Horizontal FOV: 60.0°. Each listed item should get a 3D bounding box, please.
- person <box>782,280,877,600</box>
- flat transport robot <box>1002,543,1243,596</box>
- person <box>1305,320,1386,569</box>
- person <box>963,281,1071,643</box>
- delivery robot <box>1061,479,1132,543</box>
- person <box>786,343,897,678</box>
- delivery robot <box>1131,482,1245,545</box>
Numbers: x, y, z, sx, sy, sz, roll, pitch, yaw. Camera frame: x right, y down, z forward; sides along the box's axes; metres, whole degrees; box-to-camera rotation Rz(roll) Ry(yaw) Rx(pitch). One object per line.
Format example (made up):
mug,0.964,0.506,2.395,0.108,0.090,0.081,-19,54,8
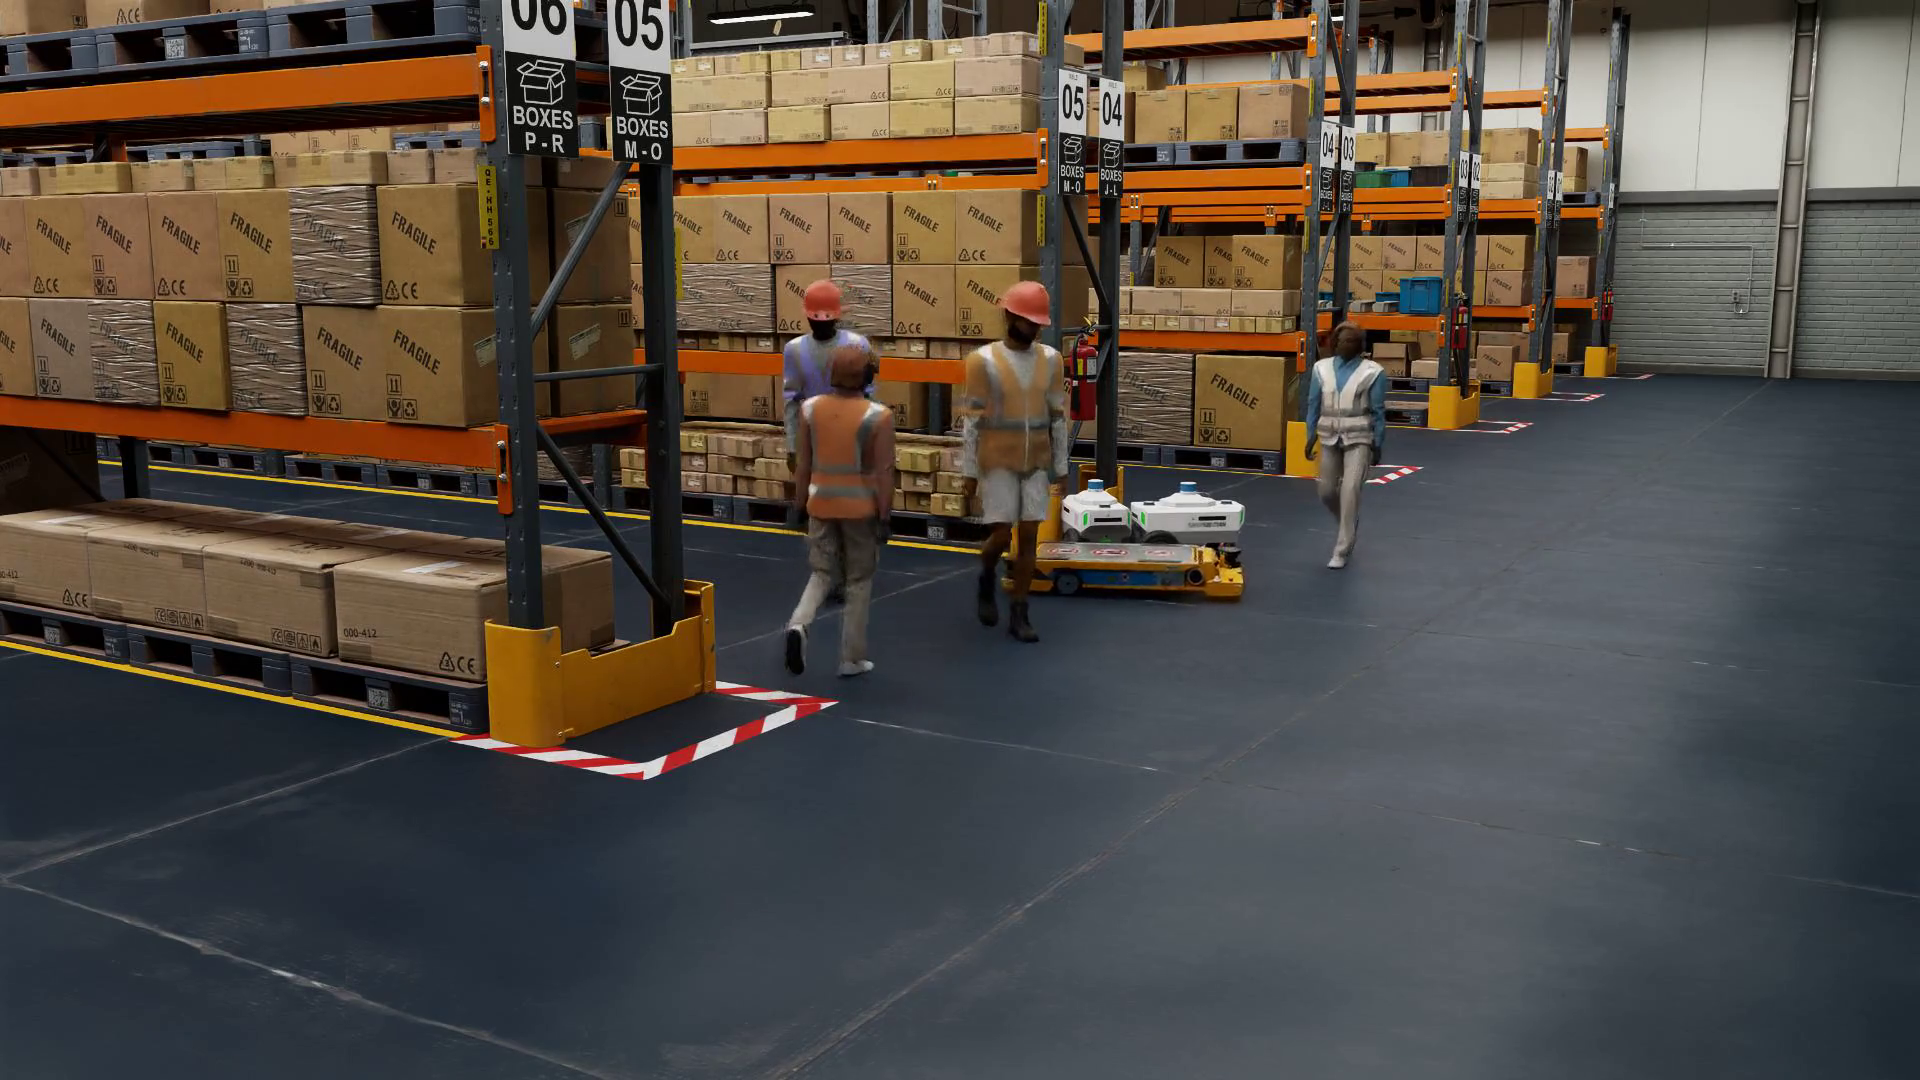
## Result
person,-0.784,-0.581,9.828,0.565,1.881,0.815,2,10,14
flat transport robot,1.000,0.168,10.176,1.431,0.197,0.652,1,10,8
person,2.577,-0.650,11.001,0.520,1.616,0.668,7,12,35
person,0.291,-0.411,8.799,0.553,1.906,0.513,-4,10,-20
delivery robot,0.891,-0.157,10.972,0.477,0.478,0.707,-1,10,-9
person,-0.573,-0.115,7.857,0.540,1.621,0.538,4,10,21
delivery robot,1.485,-0.136,10.850,0.707,0.478,0.477,-1,10,-6
